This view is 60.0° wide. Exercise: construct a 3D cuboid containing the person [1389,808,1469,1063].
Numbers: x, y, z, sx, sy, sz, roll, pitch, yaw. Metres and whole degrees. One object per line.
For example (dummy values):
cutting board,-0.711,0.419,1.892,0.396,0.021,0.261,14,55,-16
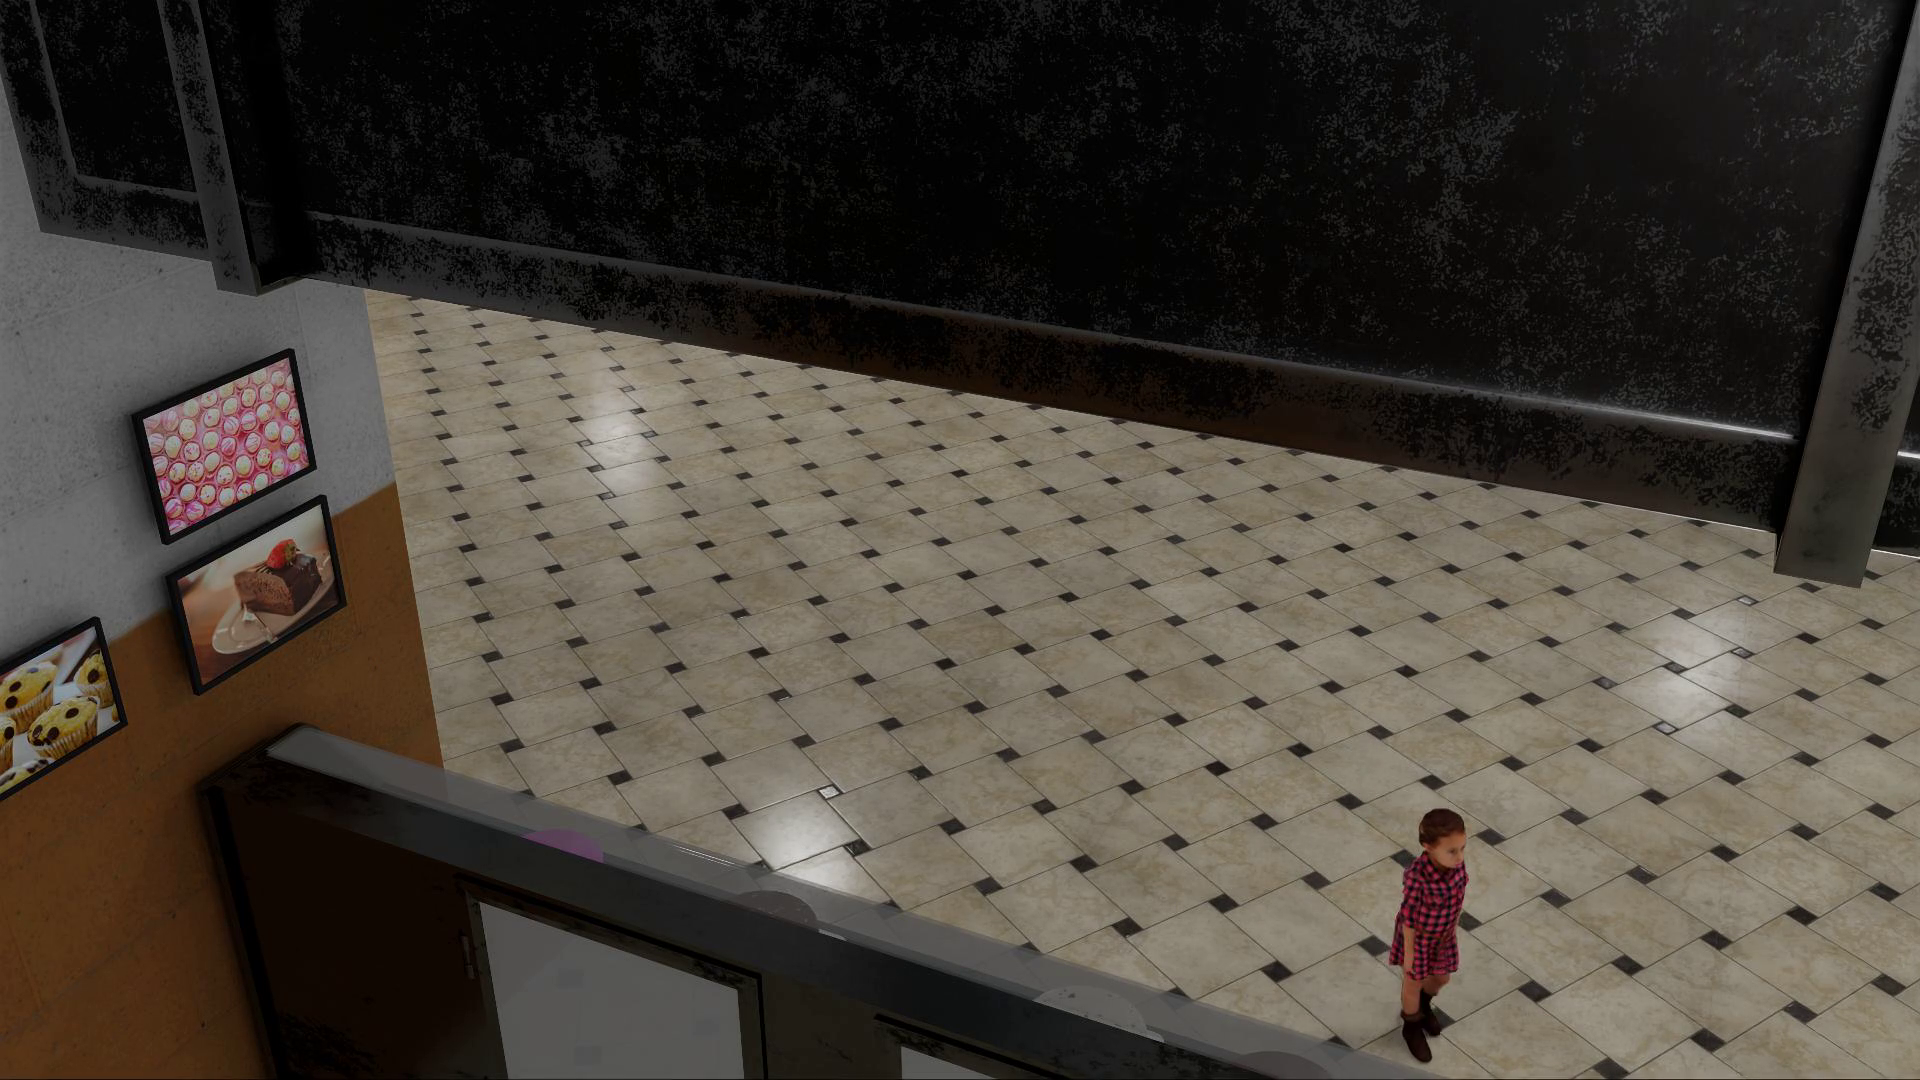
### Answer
person,1.685,1.393,6.047,0.539,1.017,0.599,-9,28,-18
